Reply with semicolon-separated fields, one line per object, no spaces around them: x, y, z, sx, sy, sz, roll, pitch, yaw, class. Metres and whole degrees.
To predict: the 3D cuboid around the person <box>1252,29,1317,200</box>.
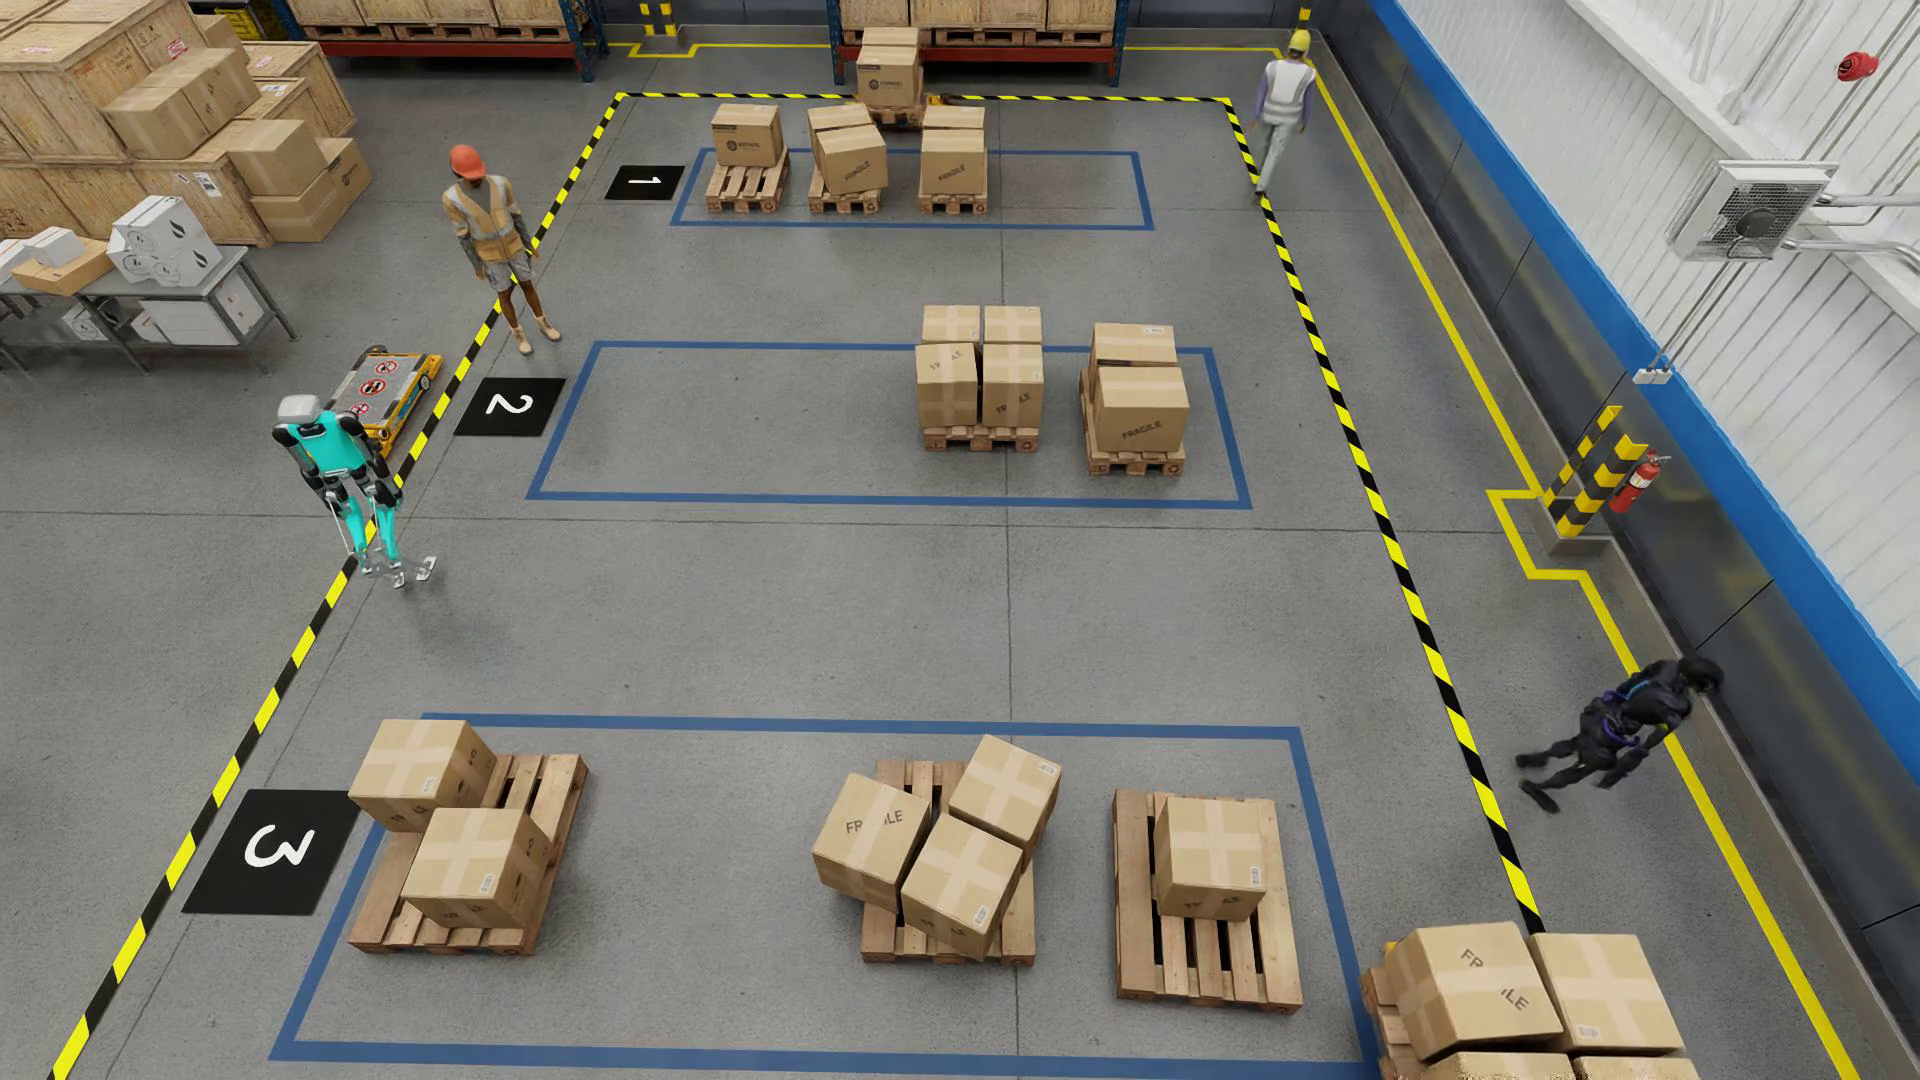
3.674;-4.859;10.484;0.606;1.787;0.928;23;53;18;person

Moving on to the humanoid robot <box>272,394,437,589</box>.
-4.282;-0.204;6.489;0.533;1.677;0.735;-11;51;-9;humanoid robot

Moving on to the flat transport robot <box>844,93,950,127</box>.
-0.851;-5.716;12.185;1.431;0.197;0.652;1;50;1;flat transport robot

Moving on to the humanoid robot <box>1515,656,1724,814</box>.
3.879;1.125;5.490;0.385;1.642;0.603;18;52;14;humanoid robot

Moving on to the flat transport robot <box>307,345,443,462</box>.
-5.383;-1.269;8.441;0.659;0.231;1.431;1;50;1;flat transport robot

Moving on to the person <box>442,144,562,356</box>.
-4.220;-2.657;8.456;0.605;2.040;0.384;-35;58;-26;person

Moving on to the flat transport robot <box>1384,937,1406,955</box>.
2.820;2.895;4.899;0.652;0.197;1.431;1;50;1;flat transport robot
